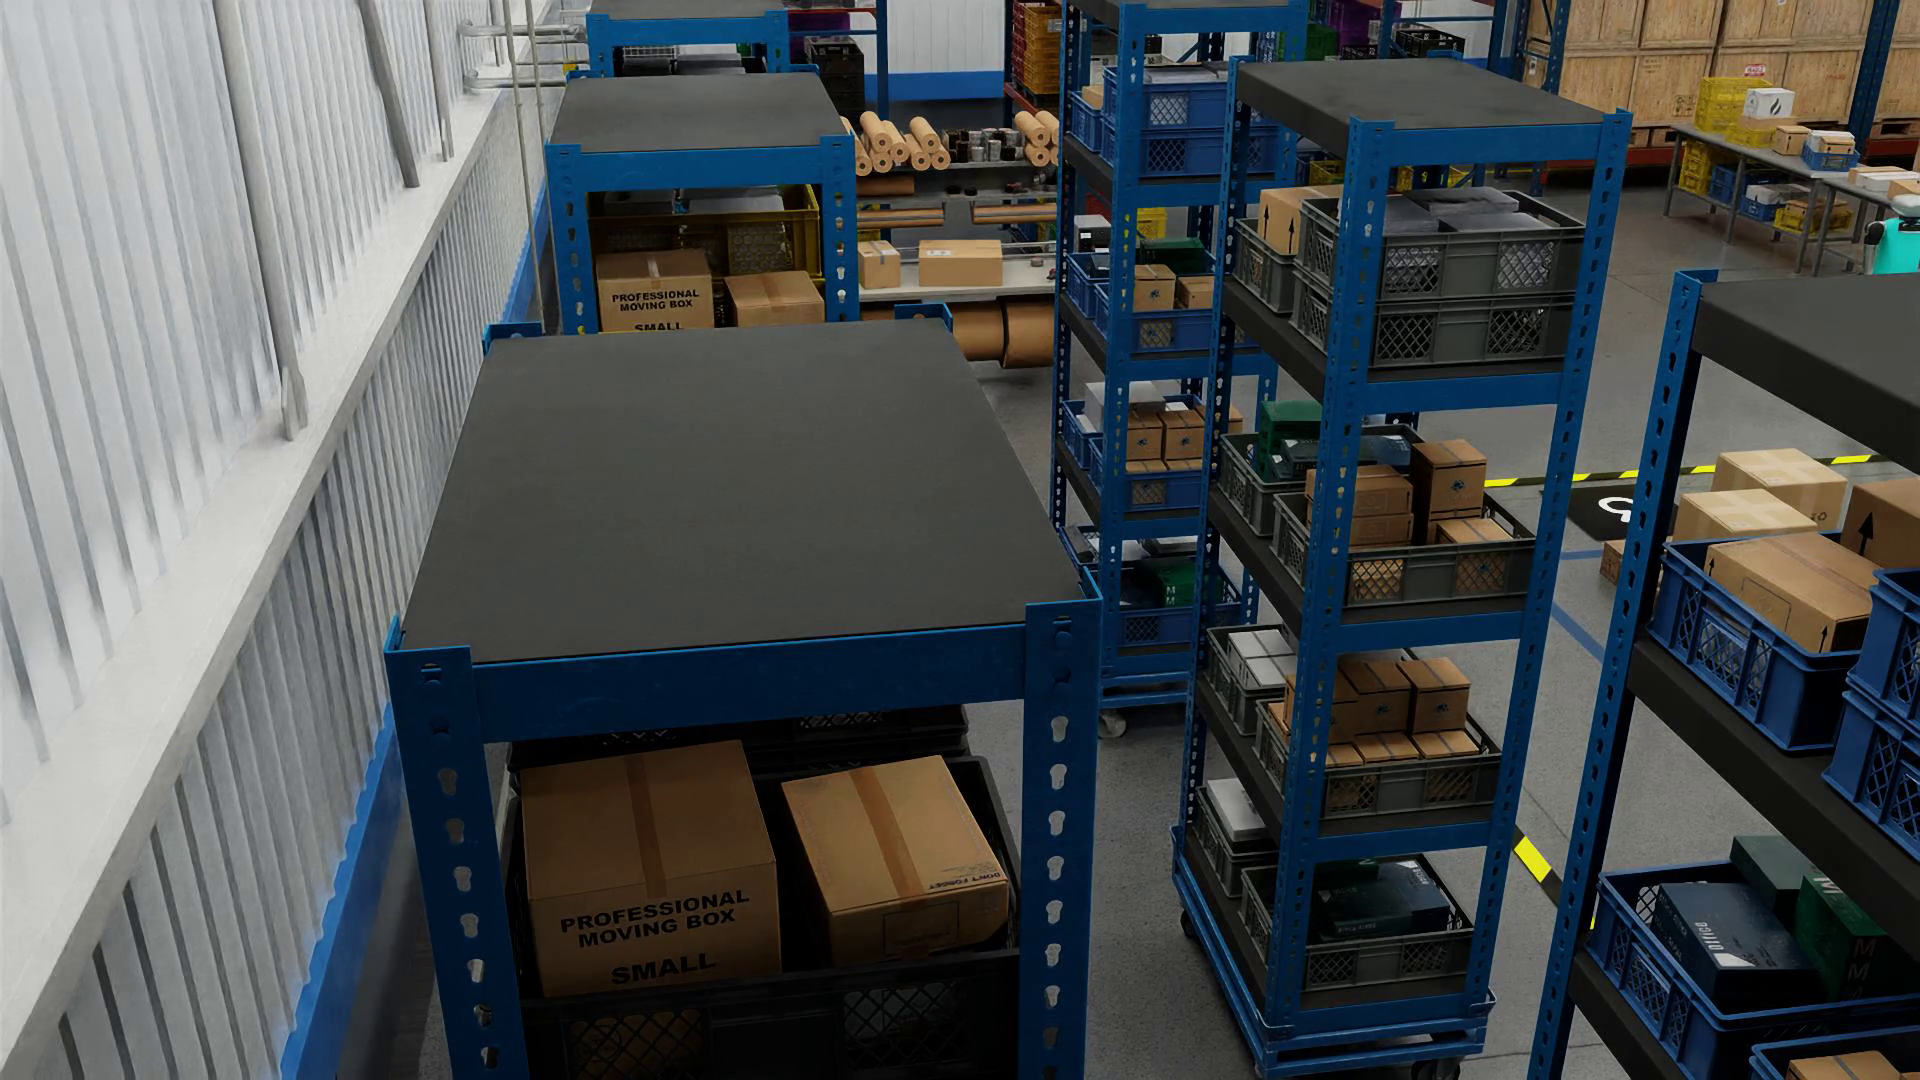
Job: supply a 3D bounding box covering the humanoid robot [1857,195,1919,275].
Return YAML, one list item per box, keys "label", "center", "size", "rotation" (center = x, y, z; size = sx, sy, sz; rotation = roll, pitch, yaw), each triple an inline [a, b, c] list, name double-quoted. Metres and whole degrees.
- label: "humanoid robot"
  center: [6.648, -1.541, 11.736]
  size: [0.533, 1.673, 0.735]
  rotation: [1, 25, 2]

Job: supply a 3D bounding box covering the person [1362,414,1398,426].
- label: "person"
  center: [1.950, 0.194, 7.983]
  size: [0.596, 1.850, 0.384]
  rotation: [-3, 25, -6]
